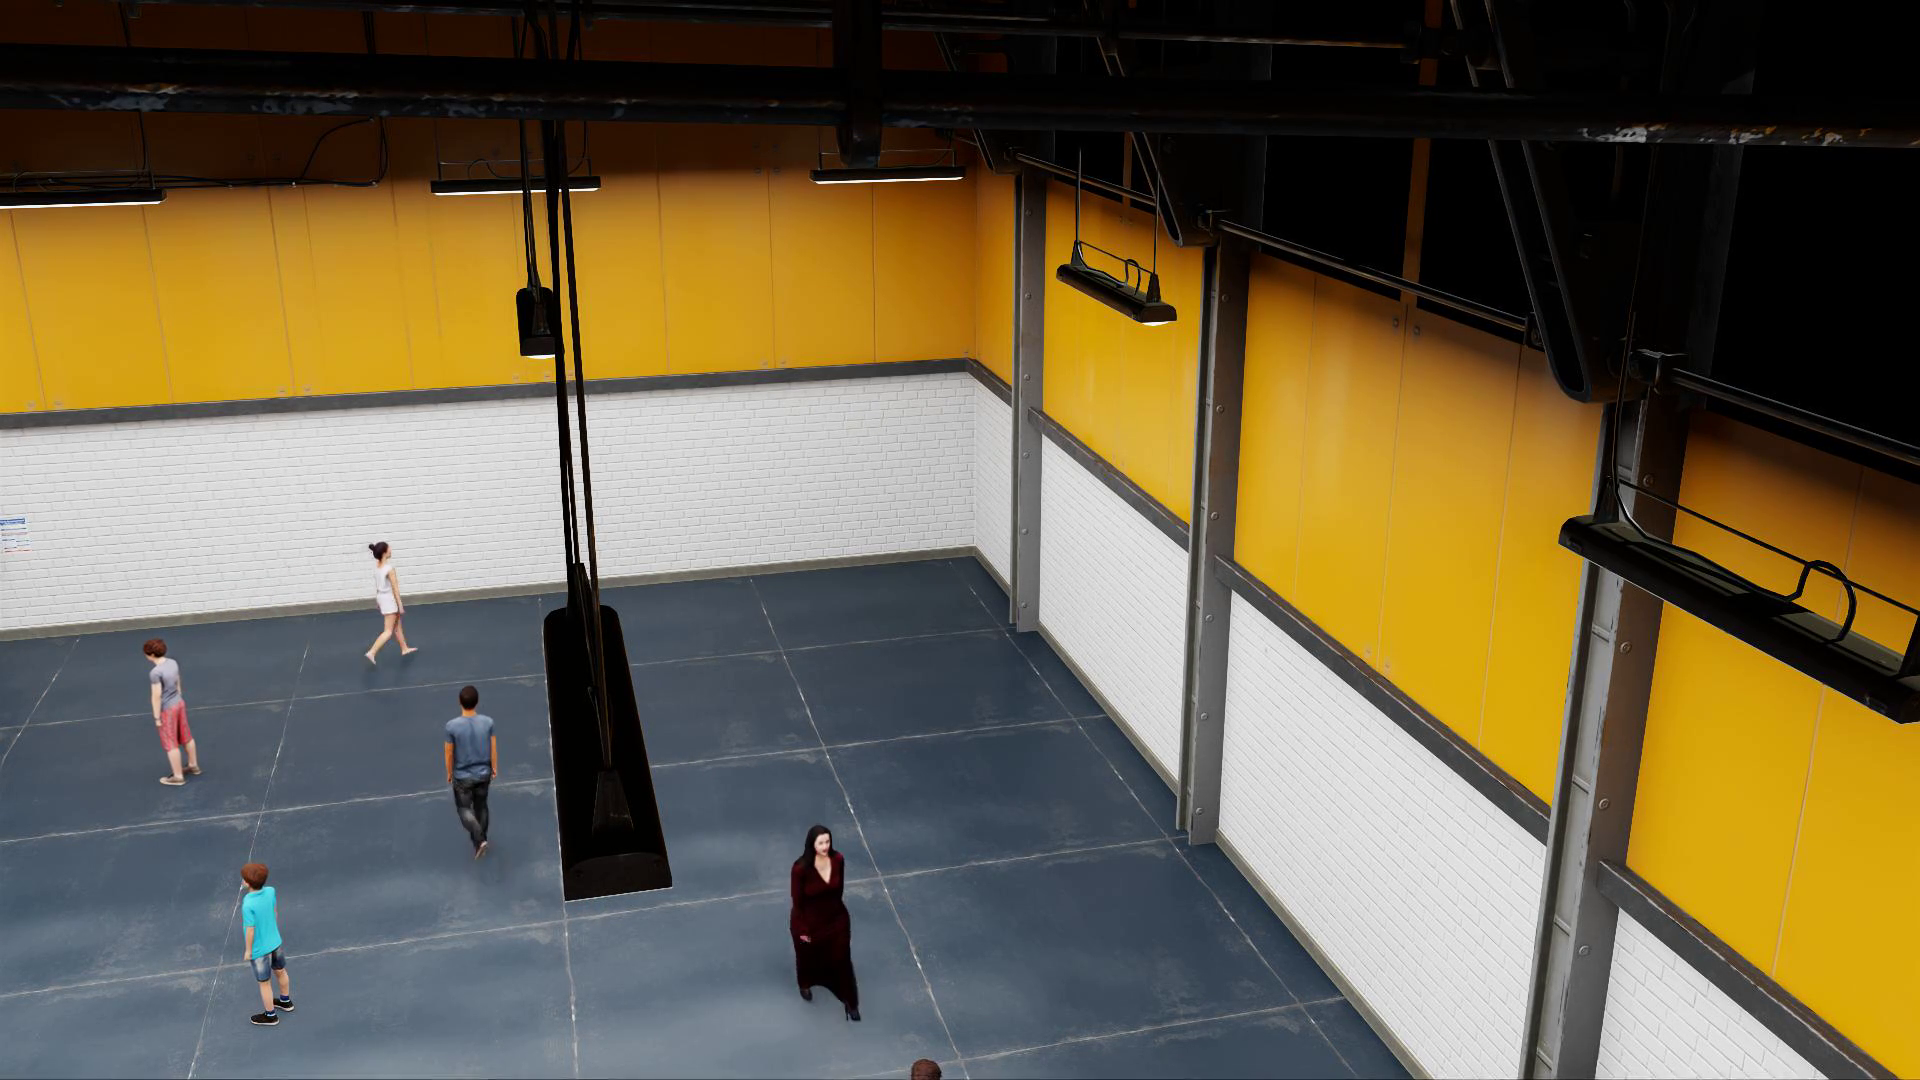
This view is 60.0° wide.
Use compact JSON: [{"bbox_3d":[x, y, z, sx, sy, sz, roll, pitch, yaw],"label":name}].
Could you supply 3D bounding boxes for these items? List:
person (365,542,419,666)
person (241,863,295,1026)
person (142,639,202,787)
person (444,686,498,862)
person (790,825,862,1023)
[{"bbox_3d":[-7.299,0.816,21.058,1.017,1.584,0.996,15,23,37],"label":"person"},{"bbox_3d":[-5.776,3.327,13.814,0.655,1.449,0.561,5,19,15],"label":"person"},{"bbox_3d":[-8.508,1.838,17.929,0.719,1.644,0.608,4,19,13],"label":"person"},{"bbox_3d":[-4.758,2.317,16.279,0.817,1.789,1.003,-11,21,-29],"label":"person"},{"bbox_3d":[-1.234,3.155,13.912,0.839,1.711,1.175,-10,21,-27],"label":"person"}]
